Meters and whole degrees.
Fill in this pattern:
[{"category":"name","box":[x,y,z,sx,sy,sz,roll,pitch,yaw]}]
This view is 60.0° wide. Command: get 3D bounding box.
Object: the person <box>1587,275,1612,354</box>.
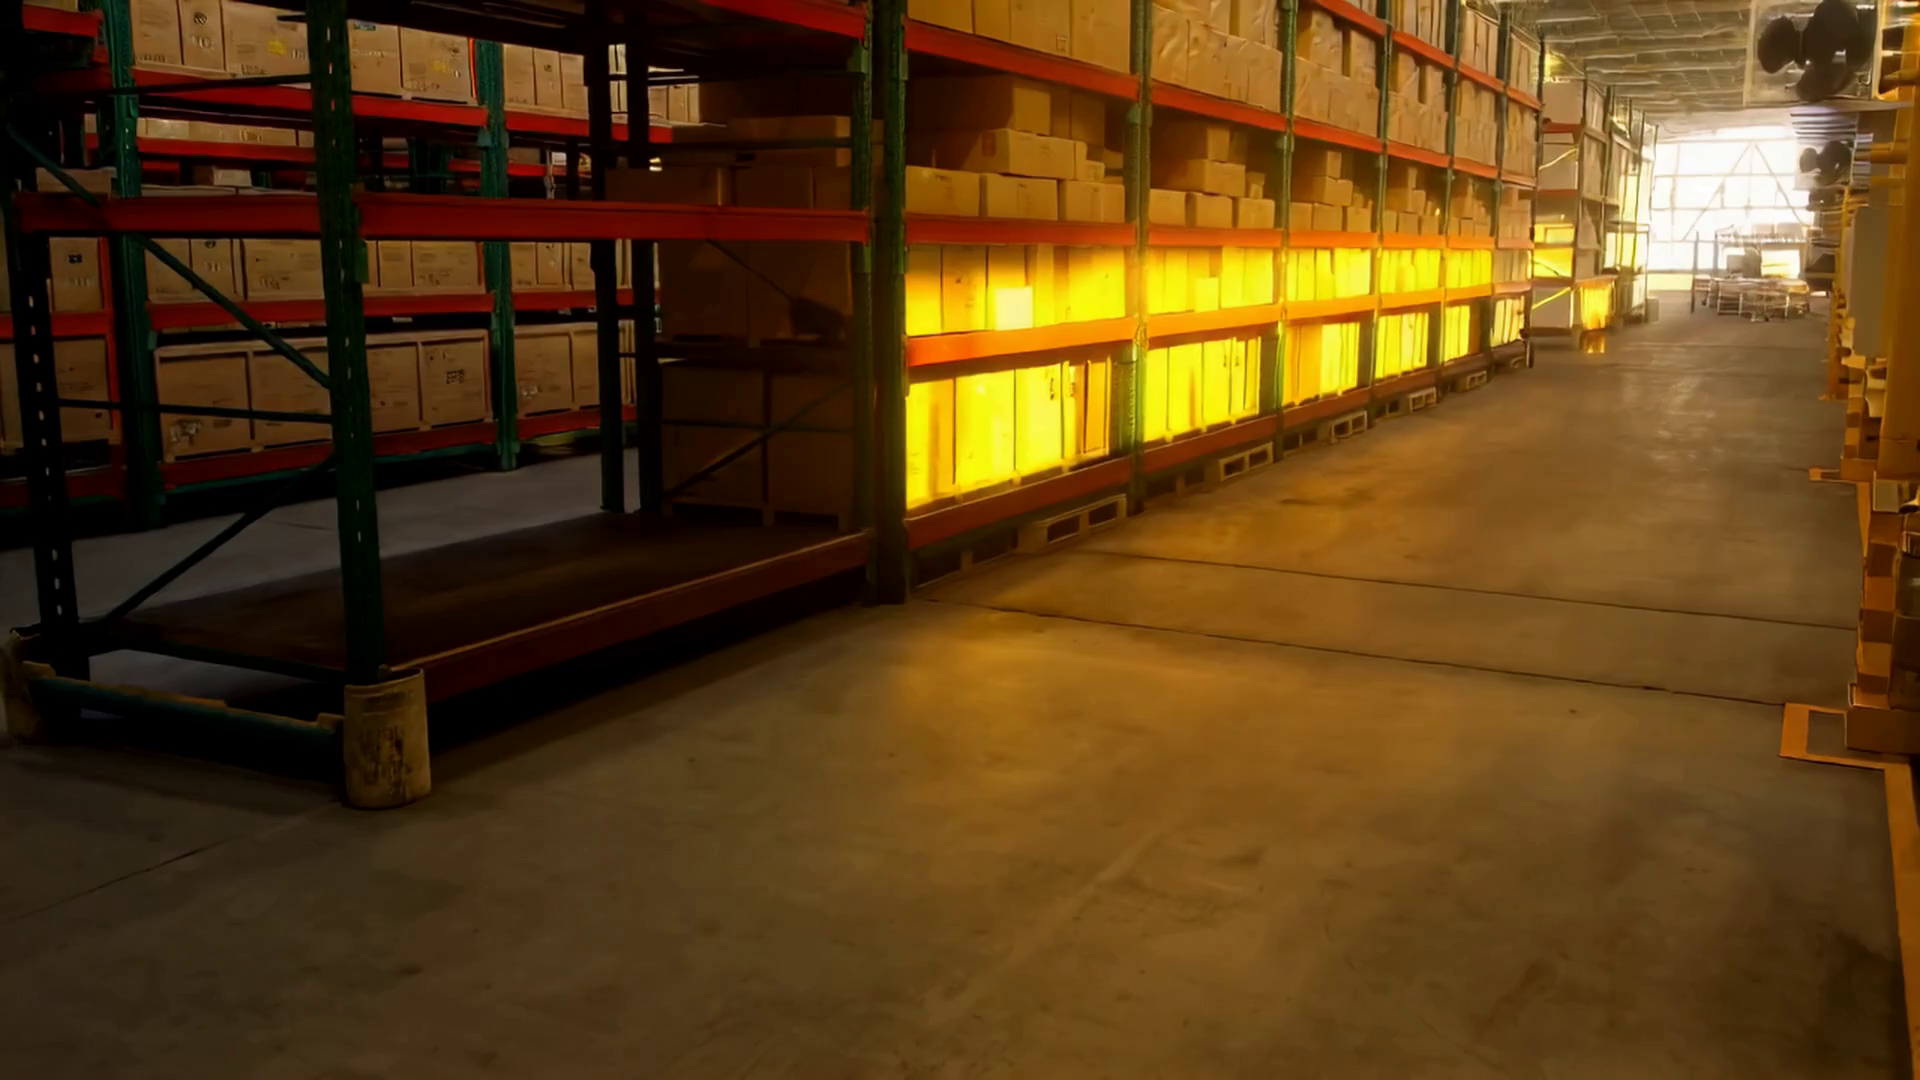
[{"category":"person","box":[13.784,-4.853,35.863,0.532,1.698,0.319,-1,10,-4]}]
